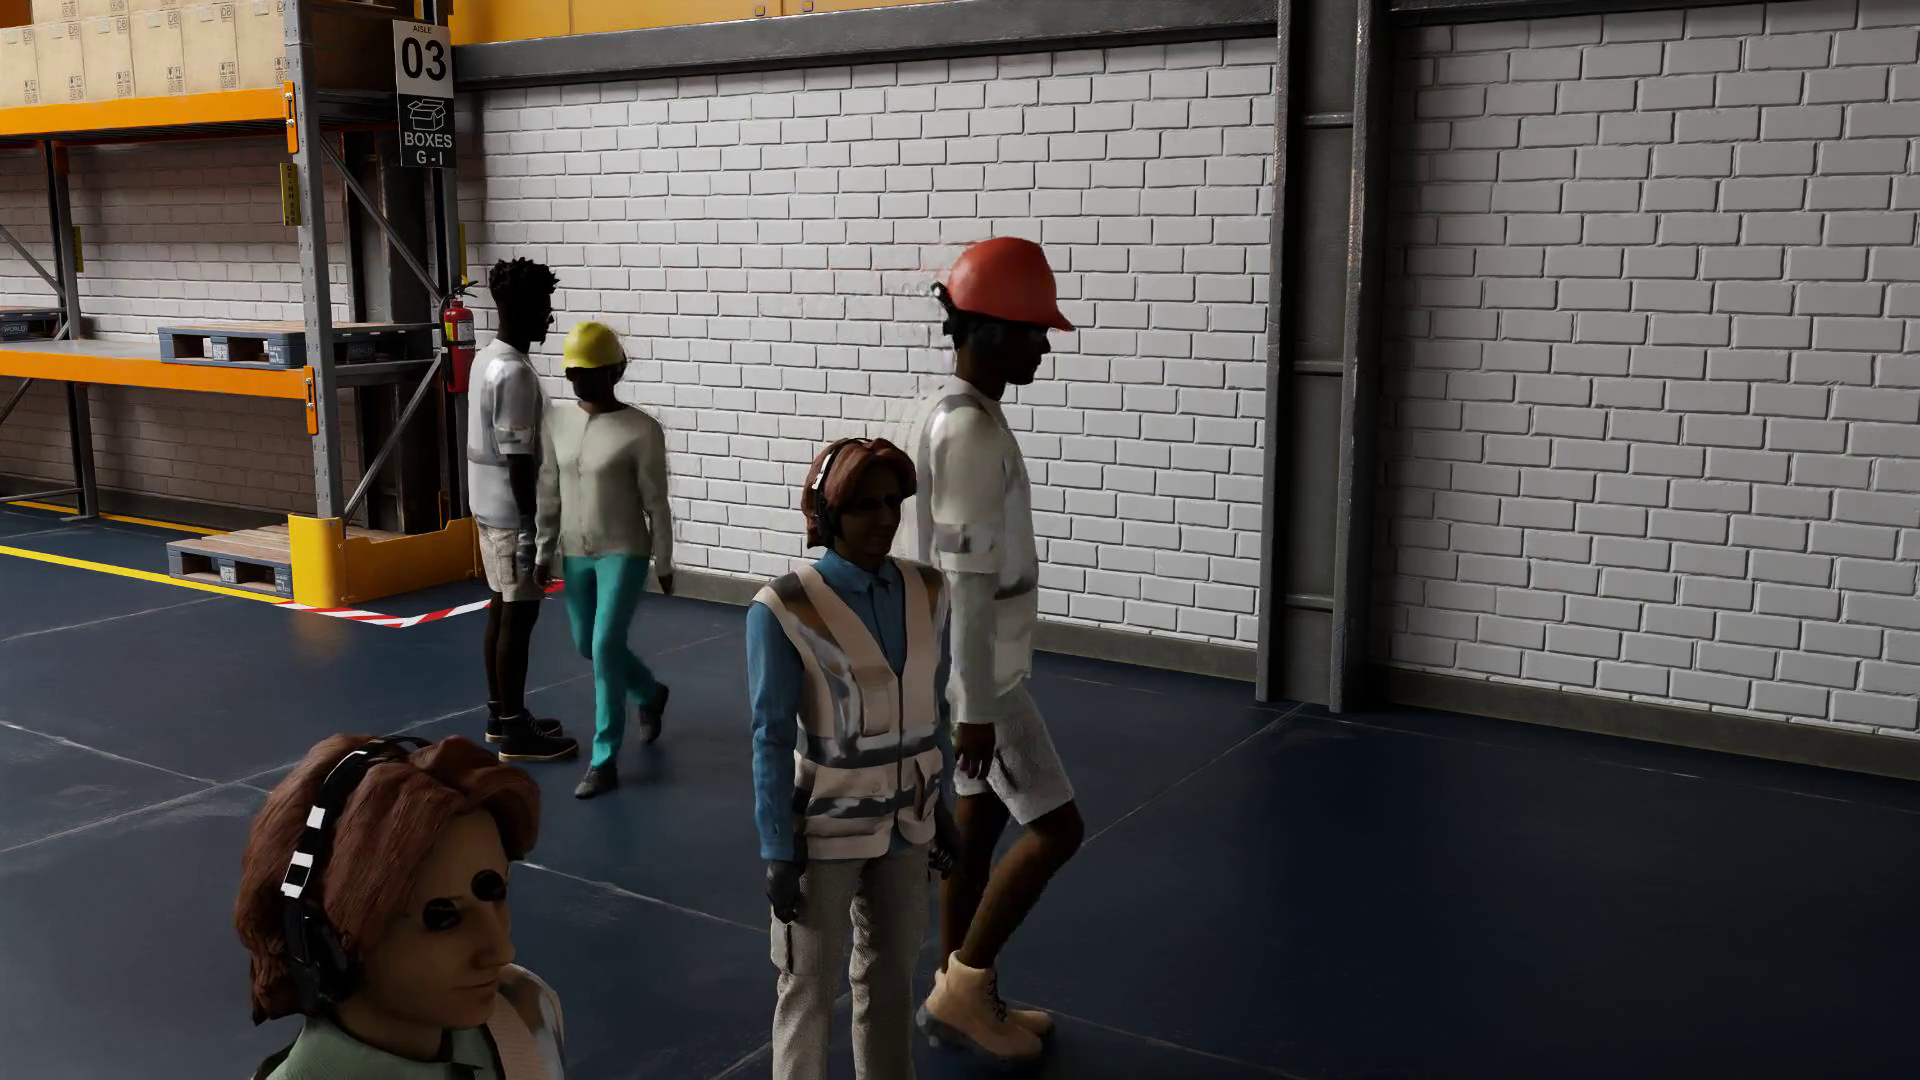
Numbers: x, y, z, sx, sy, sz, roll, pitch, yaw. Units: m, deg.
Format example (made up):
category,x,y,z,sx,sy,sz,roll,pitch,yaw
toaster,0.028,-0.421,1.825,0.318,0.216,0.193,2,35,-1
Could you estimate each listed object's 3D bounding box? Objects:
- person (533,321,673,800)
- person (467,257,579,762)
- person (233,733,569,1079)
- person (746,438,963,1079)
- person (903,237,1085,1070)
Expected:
category,x,y,z,sx,sy,sz,roll,pitch,yaw
person,-1.303,0.033,6.292,0.510,1.733,0.762,4,11,23
person,-1.716,-0.114,6.496,0.374,1.958,0.599,-5,11,-25
person,-0.469,0.958,1.439,0.310,1.638,0.523,3,11,14
person,-0.209,0.605,3.390,0.514,1.641,0.307,-10,14,-44
person,0.086,0.299,4.005,0.444,2.022,0.647,-1,10,-4
